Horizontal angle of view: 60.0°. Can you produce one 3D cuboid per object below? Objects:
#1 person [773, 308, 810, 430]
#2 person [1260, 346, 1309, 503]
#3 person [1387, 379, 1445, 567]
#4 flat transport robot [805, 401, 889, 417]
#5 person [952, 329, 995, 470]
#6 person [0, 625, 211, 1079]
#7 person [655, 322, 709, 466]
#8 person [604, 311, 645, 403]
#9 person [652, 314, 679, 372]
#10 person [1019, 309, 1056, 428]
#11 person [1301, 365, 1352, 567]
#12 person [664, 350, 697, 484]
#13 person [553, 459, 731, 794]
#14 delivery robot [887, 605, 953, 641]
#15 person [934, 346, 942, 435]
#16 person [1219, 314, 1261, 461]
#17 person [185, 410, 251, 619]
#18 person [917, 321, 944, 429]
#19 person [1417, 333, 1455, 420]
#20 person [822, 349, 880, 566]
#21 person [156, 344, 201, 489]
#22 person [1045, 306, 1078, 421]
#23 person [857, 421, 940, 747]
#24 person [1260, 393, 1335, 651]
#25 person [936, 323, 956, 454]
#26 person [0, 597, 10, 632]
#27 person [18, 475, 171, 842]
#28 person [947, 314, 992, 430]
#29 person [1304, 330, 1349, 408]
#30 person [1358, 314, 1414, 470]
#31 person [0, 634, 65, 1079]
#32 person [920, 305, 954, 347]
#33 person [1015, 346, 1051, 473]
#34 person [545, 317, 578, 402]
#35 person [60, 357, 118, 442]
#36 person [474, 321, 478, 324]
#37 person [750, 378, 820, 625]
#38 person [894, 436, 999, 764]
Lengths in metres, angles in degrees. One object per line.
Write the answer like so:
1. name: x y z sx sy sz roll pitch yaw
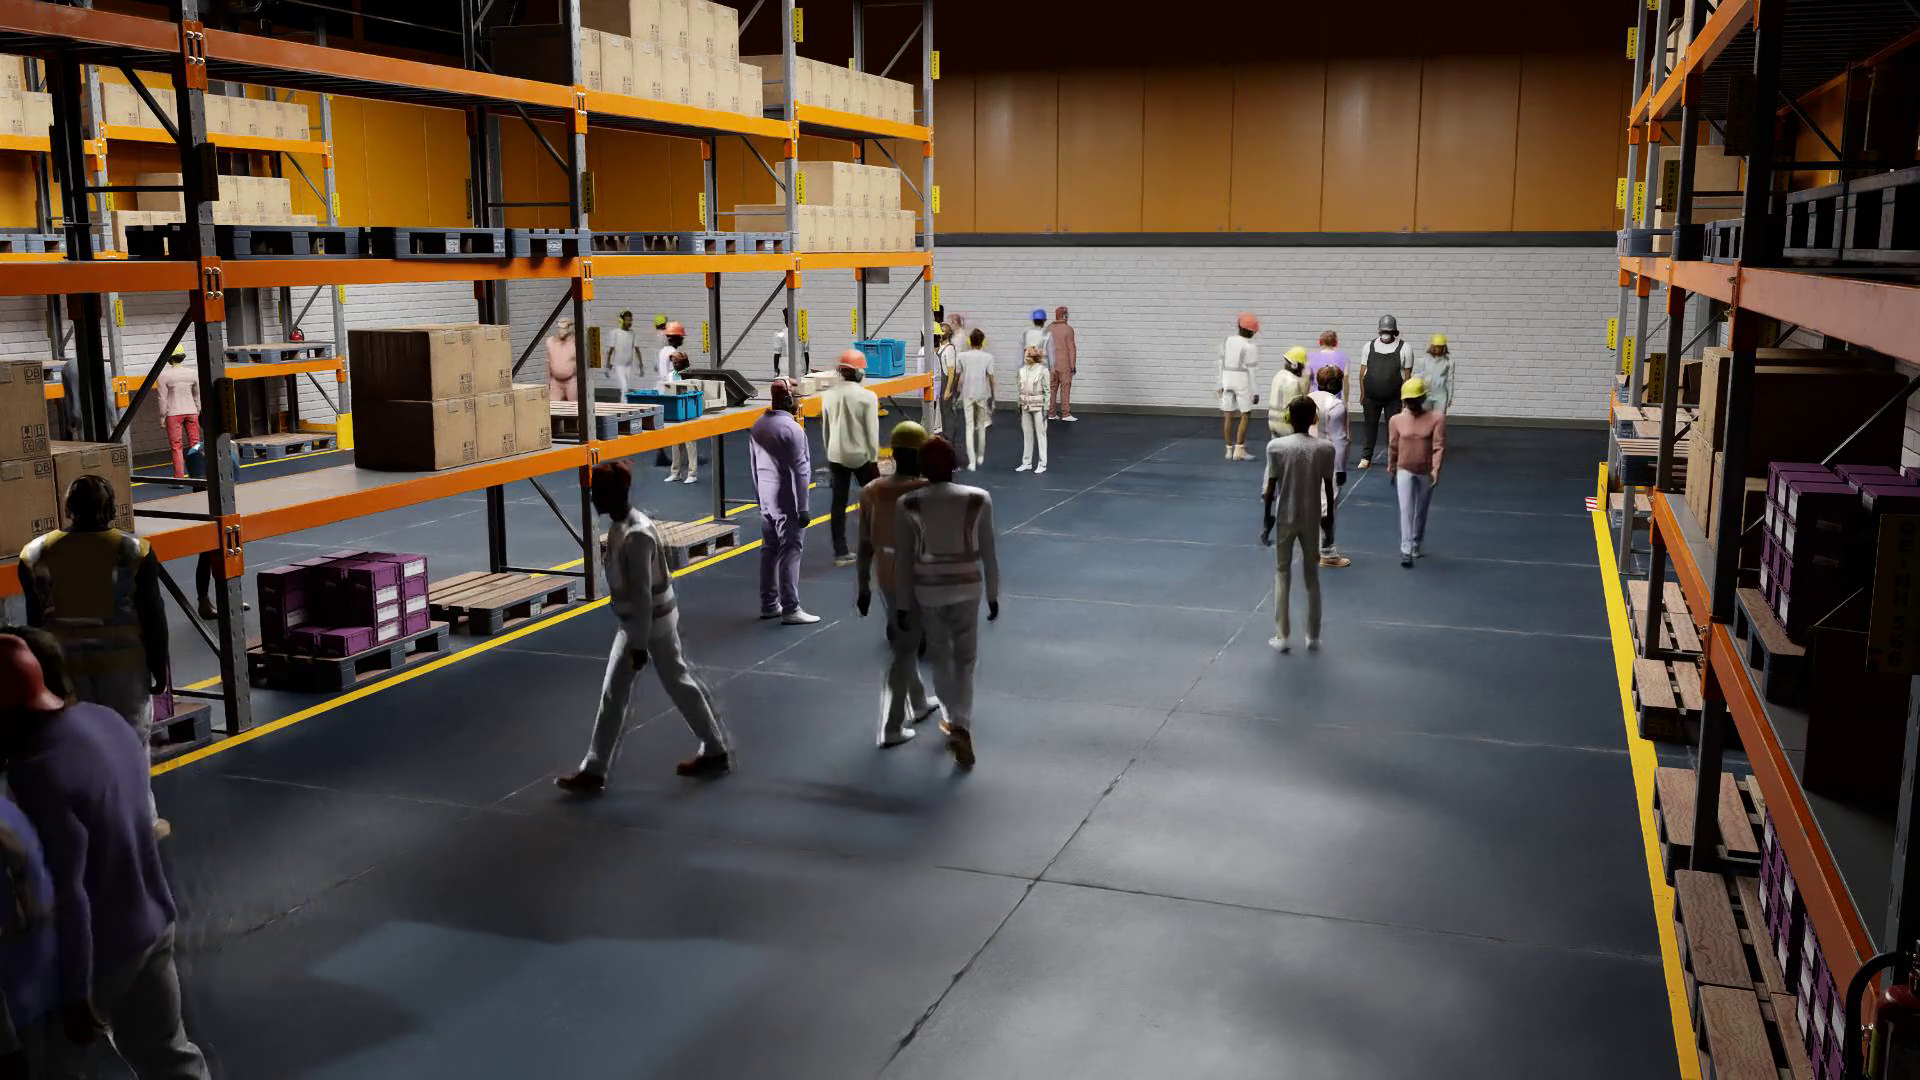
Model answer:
1. person: -2.659 -2.701 26.283 0.599 1.958 0.371 -4 11 -20
2. person: 3.738 -1.297 18.796 0.530 1.817 0.608 -1 10 -8
3. person: 4.183 -0.629 15.294 0.516 1.703 0.927 3 10 16
4. flat transport robot: -1.977 -2.247 28.453 1.431 0.197 0.652 -2 10 -11
5. person: 0.176 -1.853 21.903 0.526 1.817 0.972 -1 10 -5
6. person: -2.538 1.166 4.701 0.952 1.876 0.645 0 10 -2
7. person: -3.698 -1.925 22.043 0.825 1.907 0.552 -7 12 -35
8. person: -5.514 -2.855 27.485 0.597 1.831 0.807 -9 14 -42
9. person: -5.133 -3.133 29.371 0.305 1.724 0.672 6 12 29
10. person: 1.179 -2.702 26.383 0.645 1.922 0.793 8 13 39
11. person: 3.343 -0.679 15.206 0.430 1.845 0.623 -4 11 -20
12. person: -3.425 -1.511 20.459 0.514 1.640 0.310 6 12 30
13. person: -1.694 0.459 8.924 1.016 1.819 0.571 -6 12 -30
14. delivery robot: -0.249 0.472 12.081 0.477 0.478 0.707 -6 12 -28
15. person: -0.417 -2.450 25.745 0.315 1.640 0.515 4 11 19
16. person: 3.769 -2.066 22.614 0.435 1.995 0.684 -9 13 -41
17. person: -5.861 -0.230 13.117 0.327 1.687 0.538 3 10 15
18. person: -0.387 -1.924 21.975 0.365 1.927 0.586 -1 10 -7
19. person: 6.519 -1.977 22.815 0.505 1.729 0.434 3 11 17
20. person: -0.931 -0.772 15.351 0.646 1.968 0.807 5 11 27
21. person: -9.376 -1.496 20.008 0.302 1.772 0.527 8 13 40
22. person: 1.692 -2.927 27.681 0.641 1.908 0.407 9 14 42
23. person: -0.246 0.237 9.907 0.601 1.886 0.891 7 12 34
24. person: 2.442 -0.123 12.007 0.532 1.866 0.309 1 10 3
25. person: -0.215 -2.126 23.345 0.345 1.845 0.506 -2 10 -12
26. person: -6.123 0.144 10.342 0.661 1.918 0.656 3 11 17
27. person: -4.142 0.599 8.038 0.625 1.836 0.429 -2 10 -12
28. person: 0.032 -2.650 26.331 1.032 1.848 0.651 -1 10 -3
29. person: 4.783 -1.833 21.756 0.564 1.819 0.454 1 10 4
30. person: 5.531 -1.931 21.694 0.681 2.000 0.538 4 11 23
31. person: -2.493 1.196 4.385 0.362 1.934 0.543 -4 11 -22
32. person: -0.381 -3.060 28.406 0.590 1.916 0.389 2 10 10
33. person: 0.947 -1.674 21.387 0.517 1.636 0.314 10 14 43
34. person: -5.708 -2.279 24.078 0.684 1.881 0.579 2 10 11
35. person: -9.918 -1.380 18.933 0.658 1.916 0.445 3 10 16
36. person: -6.245 -1.898 21.787 0.551 1.942 0.344 0 10 -2
37. person: -1.347 -0.302 12.898 0.402 1.906 0.652 -8 13 -38
38. person: -0.080 0.329 9.549 0.608 1.841 0.947 1 10 3
